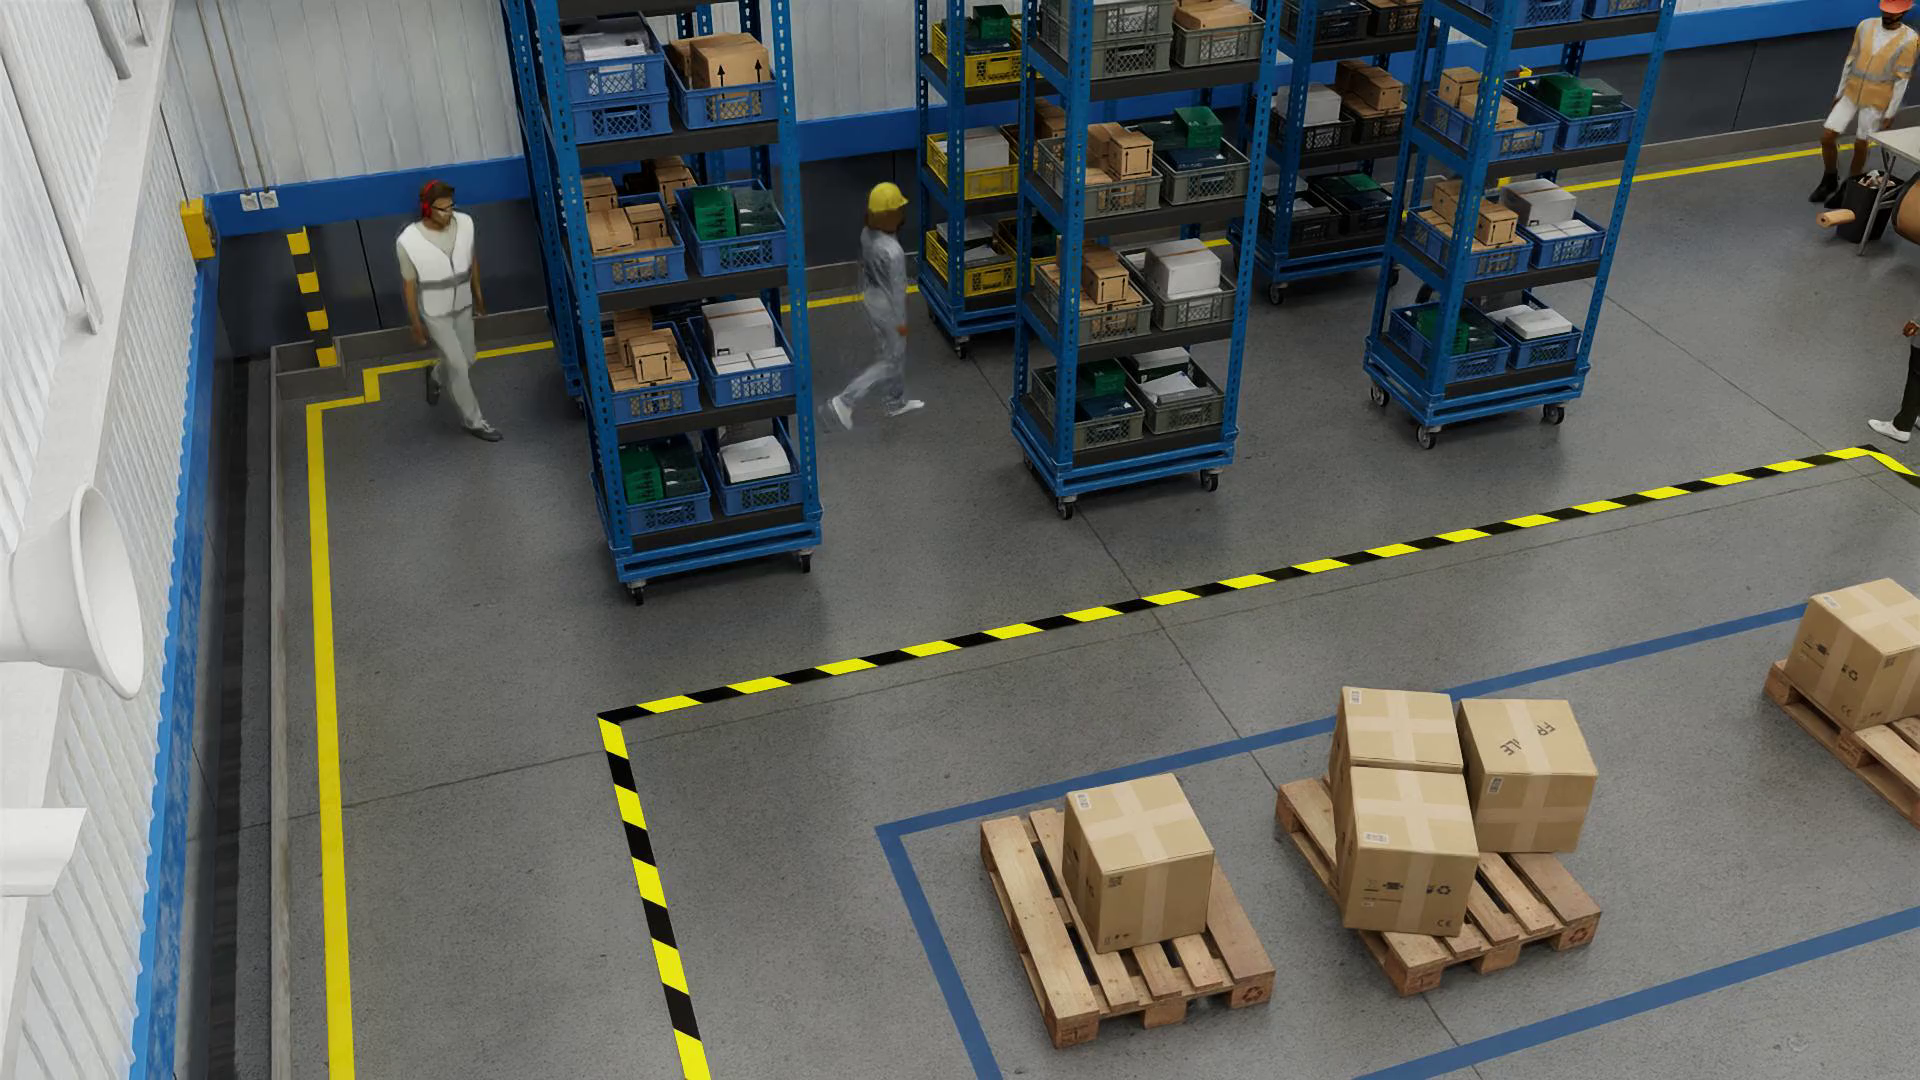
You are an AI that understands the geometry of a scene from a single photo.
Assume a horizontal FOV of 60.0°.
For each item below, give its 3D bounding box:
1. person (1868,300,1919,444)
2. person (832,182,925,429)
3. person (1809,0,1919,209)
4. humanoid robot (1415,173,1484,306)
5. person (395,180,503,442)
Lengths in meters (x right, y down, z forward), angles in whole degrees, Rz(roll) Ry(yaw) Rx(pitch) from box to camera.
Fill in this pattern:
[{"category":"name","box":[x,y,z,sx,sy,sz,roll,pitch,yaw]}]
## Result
[{"category":"person","box":[6.405,-1.503,10.813,0.597,1.850,0.395,-12,37,-16]},{"category":"person","box":[-0.547,-1.521,10.941,0.643,1.724,0.486,-14,37,-19]},{"category":"person","box":[7.514,-3.655,13.804,0.527,1.919,0.564,-23,41,-29]},{"category":"humanoid robot","box":[3.535,-2.035,11.778,0.777,1.651,0.588,6,36,9]},{"category":"person","box":[-3.393,-1.541,10.905,0.735,1.809,0.573,23,41,29]}]
